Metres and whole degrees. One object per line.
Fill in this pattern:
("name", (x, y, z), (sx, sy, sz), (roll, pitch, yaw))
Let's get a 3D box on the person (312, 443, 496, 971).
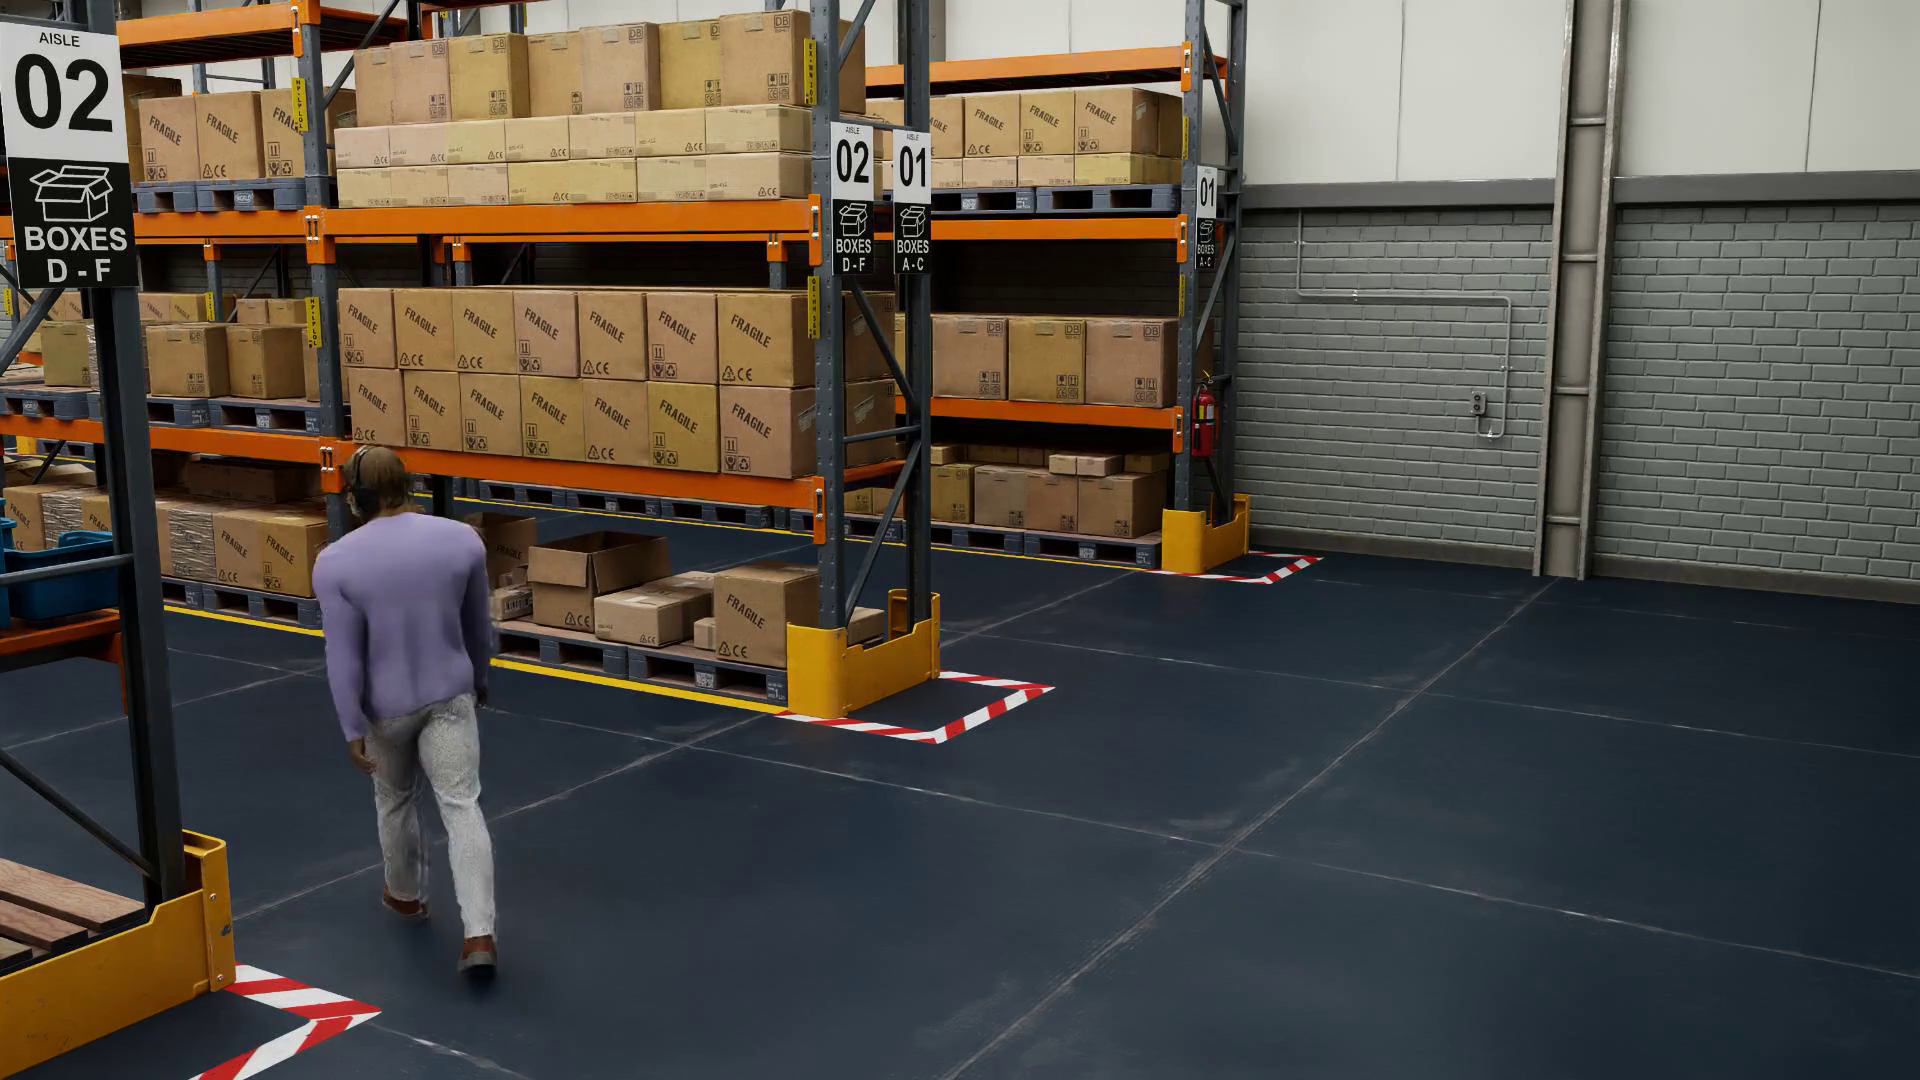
("person", (-1.957, 0.589, 5.984), (0.650, 1.883, 1.059), (-5, 11, -29))
